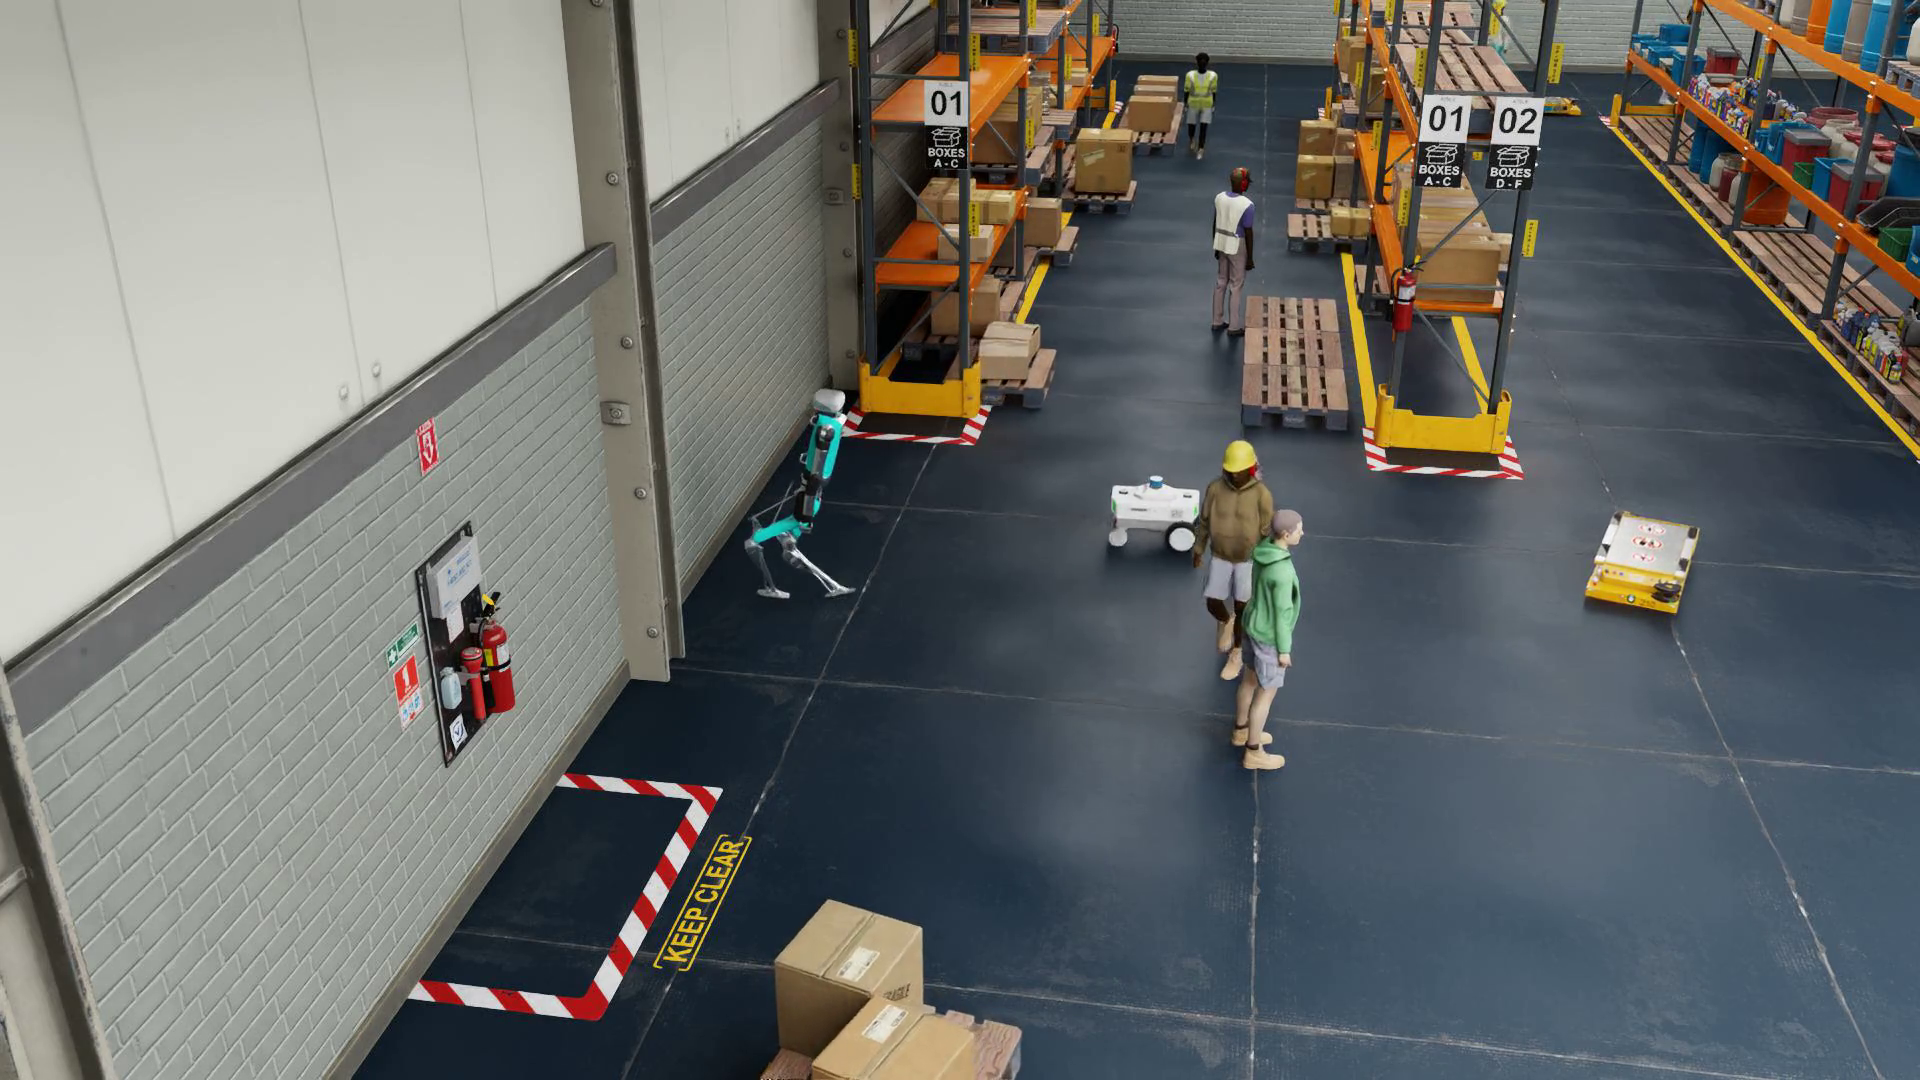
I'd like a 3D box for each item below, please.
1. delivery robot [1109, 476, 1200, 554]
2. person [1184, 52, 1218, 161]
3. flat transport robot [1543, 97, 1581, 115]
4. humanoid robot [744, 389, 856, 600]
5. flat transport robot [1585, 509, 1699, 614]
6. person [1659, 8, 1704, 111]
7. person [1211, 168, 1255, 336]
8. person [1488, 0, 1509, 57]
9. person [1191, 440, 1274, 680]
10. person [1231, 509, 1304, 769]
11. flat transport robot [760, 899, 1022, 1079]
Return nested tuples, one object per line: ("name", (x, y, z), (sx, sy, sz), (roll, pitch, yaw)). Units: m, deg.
("delivery robot", (1.608, -0.217, 13.506), (0.803, 0.614, 0.499), (3, 25, 7))
("person", (3.824, -6.938, 26.538), (0.535, 1.682, 0.530), (2, 25, 4))
("flat transport robot", (10.511, -7.906, 30.278), (1.431, 0.231, 0.659), (4, 25, 9))
("humanoid robot", (-1.262, -0.282, 12.221), (0.948, 1.729, 0.536), (2, 25, 4))
("flat transport robot", (5.365, 0.152, 13.033), (0.659, 0.231, 1.431), (13, 28, 25))
("person", (13.276, -8.800, 30.376), (0.546, 1.803, 1.010), (-14, 29, -28))
("person", (2.991, -3.160, 18.259), (0.376, 1.843, 0.571), (-17, 30, -31))
("person", (10.301, -9.558, 32.097), (0.919, 1.716, 0.523), (-6, 26, -13))
("person", (1.884, 0.106, 11.383), (0.597, 1.743, 0.479), (10, 27, 20))
("person", (1.914, 0.609, 10.329), (0.327, 1.734, 0.473), (-3, 25, -7))
("flat transport robot", (-0.348, 2.729, 7.516), (1.431, 0.231, 0.659), (9, 26, 18))
